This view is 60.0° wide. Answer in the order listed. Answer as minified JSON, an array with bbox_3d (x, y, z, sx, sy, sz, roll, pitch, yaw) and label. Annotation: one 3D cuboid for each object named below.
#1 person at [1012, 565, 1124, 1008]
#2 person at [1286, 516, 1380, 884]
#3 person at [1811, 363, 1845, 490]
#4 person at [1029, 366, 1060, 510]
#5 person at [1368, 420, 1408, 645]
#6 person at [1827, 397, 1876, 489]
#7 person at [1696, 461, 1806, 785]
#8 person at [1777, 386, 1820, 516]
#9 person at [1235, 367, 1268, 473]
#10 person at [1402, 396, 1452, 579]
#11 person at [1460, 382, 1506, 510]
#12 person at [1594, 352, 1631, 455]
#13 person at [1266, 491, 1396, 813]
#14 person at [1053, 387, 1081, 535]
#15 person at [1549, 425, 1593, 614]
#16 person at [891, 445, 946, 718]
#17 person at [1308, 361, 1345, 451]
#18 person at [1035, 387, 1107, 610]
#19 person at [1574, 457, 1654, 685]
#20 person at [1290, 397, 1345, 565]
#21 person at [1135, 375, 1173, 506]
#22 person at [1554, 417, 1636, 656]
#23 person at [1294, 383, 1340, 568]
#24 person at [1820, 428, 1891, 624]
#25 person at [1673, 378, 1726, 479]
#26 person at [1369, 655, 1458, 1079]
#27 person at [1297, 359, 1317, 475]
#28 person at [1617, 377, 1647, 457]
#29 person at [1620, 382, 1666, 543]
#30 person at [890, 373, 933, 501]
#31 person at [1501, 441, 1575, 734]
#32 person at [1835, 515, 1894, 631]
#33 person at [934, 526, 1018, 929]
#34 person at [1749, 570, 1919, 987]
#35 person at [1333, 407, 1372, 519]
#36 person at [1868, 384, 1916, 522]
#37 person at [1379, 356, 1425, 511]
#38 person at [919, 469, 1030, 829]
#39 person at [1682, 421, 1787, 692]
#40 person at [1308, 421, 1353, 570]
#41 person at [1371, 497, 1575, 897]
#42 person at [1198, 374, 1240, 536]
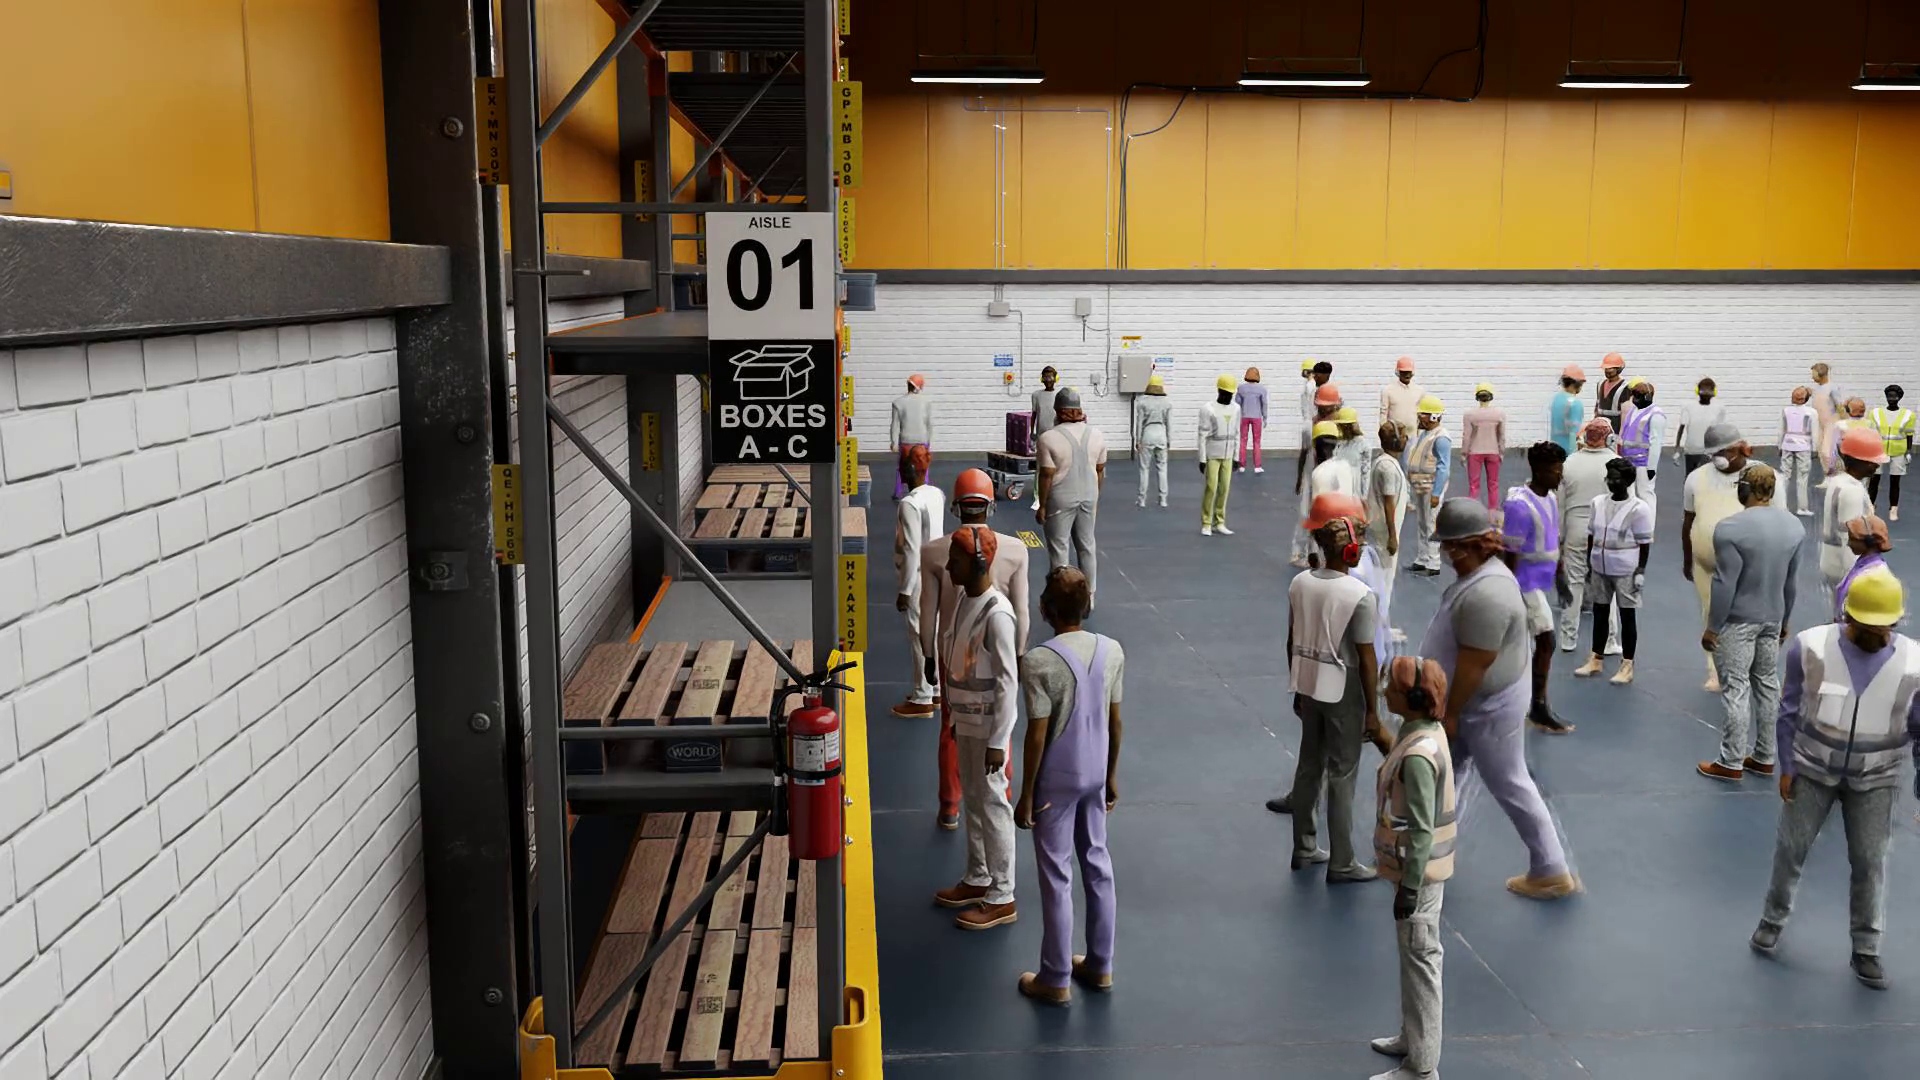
[{"bbox_3d":[0.451,1.018,6.934,0.517,1.843,0.326,-6,11,-34],"label":"person"},{"bbox_3d":[1.861,0.795,8.332,0.380,1.845,0.570,-6,11,-32],"label":"person"},{"bbox_3d":[12.216,-1.596,23.473,0.472,1.805,0.537,-1,9,-6],"label":"person"},{"bbox_3d":[1.149,-1.315,21.507,0.518,1.873,0.328,1,9,9],"label":"person"},{"bbox_3d":[3.546,-0.068,13.749,0.334,1.846,0.513,1,9,7],"label":"person"},{"bbox_3d":[10.268,-0.828,19.168,0.514,1.641,0.307,0,9,-3],"label":"person"},{"bbox_3d":[4.716,0.492,9.945,0.637,1.938,0.355,-3,10,-20],"label":"person"},{"bbox_3d":[10.585,-1.124,21.020,0.311,1.642,0.514,-7,11,-36],"label":"person"},{"bbox_3d":[4.482,-1.851,25.611,0.507,1.632,0.267,4,10,22],"label":"person"},{"bbox_3d":[4.693,-0.530,16.691,0.403,1.834,0.588,-1,9,-4],"label":"person"},{"bbox_3d":[6.272,-1.013,19.964,0.522,1.761,0.327,0,9,1],"label":"person"},{"bbox_3d":[8.493,-1.432,21.735,0.409,2.038,0.608,-3,10,-19],"label":"person"},{"bbox_3d":[2.240,0.650,9.195,0.945,1.878,0.589,2,9,14],"label":"person"},{"bbox_3d":[1.250,-0.929,19.512,0.322,1.734,0.485,-2,9,-14],"label":"person"},{"bbox_3d":[5.594,-0.187,14.964,0.650,1.701,0.403,-8,12,-40],"label":"person"},{"bbox_3d":[-0.285,0.284,11.432,0.361,1.883,0.574,4,10,21],"label":"person"},{"bbox_3d":[4.615,-1.292,21.108,0.385,1.957,0.602,-5,10,-26],"label":"person"},{"bbox_3d":[0.950,-0.364,15.003,0.673,2.000,0.536,-5,10,-27],"label":"person"},{"bbox_3d":[4.879,0.225,12.375,0.322,1.697,0.535,-6,11,-32],"label":"person"},{"bbox_3d":[3.768,-0.602,17.208,0.566,1.812,0.461,2,9,12],"label":"person"},{"bbox_3d":[2.548,-1.306,21.889,0.486,1.731,0.360,-2,9,-10],"label":"person"},{"bbox_3d":[5.075,-0.028,13.311,0.638,1.909,0.408,6,11,34],"label":"person"},{"bbox_3d":[3.781,-0.645,17.082,0.787,1.935,0.639,-5,10,-29],"label":"person"},{"bbox_3d":[6.112,0.216,11.478,0.686,2.007,0.671,3,10,21],"label":"person"},{"bbox_3d":[8.872,-1.041,19.977,0.534,1.816,0.997,4,10,26],"label":"person"},{"bbox_3d":[1.692,1.233,6.215,0.311,1.643,0.521,3,9,17],"label":"person"},{"bbox_3d":[5.315,-1.854,25.286,0.392,1.771,0.552,3,10,19],"label":"person"},{"bbox_3d":[8.499,-1.180,21.028,0.351,1.759,0.523,0,9,-1],"label":"person"},{"bbox_3d":[7.724,-0.877,18.895,0.430,1.835,0.619,-1,9,-6],"label":"person"},{"bbox_3d":[-0.649,-1.366,22.274,0.601,1.722,0.448,-1,9,-5],"label":"person"},{"bbox_3d":[3.912,0.307,11.124,0.780,1.937,0.635,6,11,33],"label":"person"},{"bbox_3d":[5.319,0.662,9.816,0.310,1.640,0.514,3,10,18],"label":"person"},{"bbox_3d":[0.091,0.866,7.771,0.342,1.882,0.579,-3,10,-18],"label":"person"},{"bbox_3d":[3.831,0.997,7.198,0.701,1.805,0.520,4,10,25],"label":"person"},{"bbox_3d":[3.796,-0.441,16.417,0.486,1.744,0.294,3,10,18],"label":"person"},{"bbox_3d":[11.455,-1.072,20.520,0.533,1.697,0.322,6,11,32],"label":"person"},{"bbox_3d":[5.693,-1.363,21.418,0.613,1.995,0.391,-2,9,-10],"label":"person"},{"bbox_3d":[0.080,0.601,9.135,0.605,1.986,0.402,0,9,3],"label":"person"},{"bbox_3d":[5.706,0.068,12.287,0.727,2.000,0.746,7,12,38],"label":"person"},{"bbox_3d":[2.905,0.008,13.161,0.437,1.881,0.684,6,11,31],"label":"person"},{"bbox_3d":[2.571,0.736,8.094,0.929,2.000,0.689,1,9,7],"label":"person"},{"bbox_3d":[3.031,-0.986,19.376,0.599,1.900,0.450,-6,11,-32],"label":"person"}]
